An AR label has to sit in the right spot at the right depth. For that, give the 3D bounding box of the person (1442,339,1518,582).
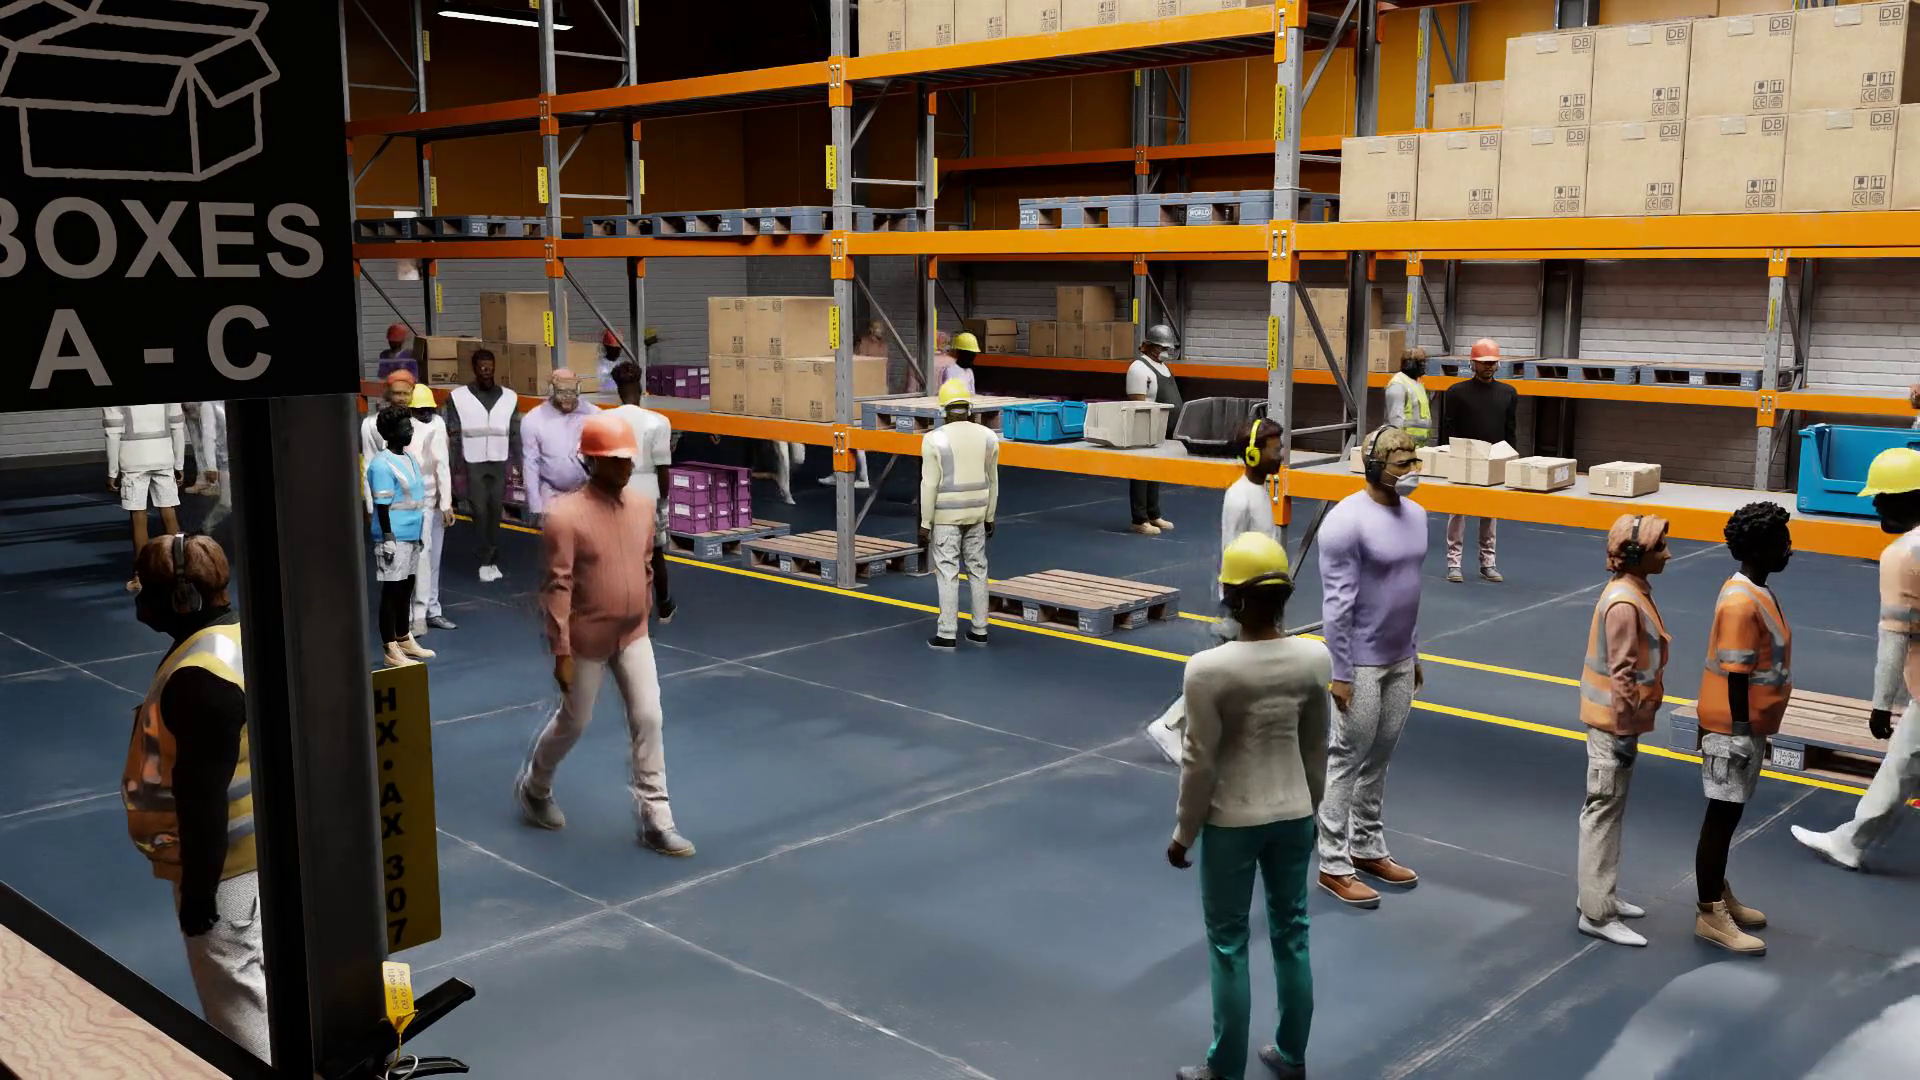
[{"bbox_3d":[4.249,-0.645,13.609,0.612,1.995,0.382,0,9,-2],"label":"person"}]

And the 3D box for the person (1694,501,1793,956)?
[{"bbox_3d":[2.967,0.694,6.306,0.319,1.697,0.533,5,11,28],"label":"person"}]

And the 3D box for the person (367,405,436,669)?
[{"bbox_3d":[-3.600,-0.021,10.694,0.317,1.696,0.538,0,9,3],"label":"person"}]

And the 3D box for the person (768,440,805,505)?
[{"bbox_3d":[-1.923,-1.209,18.203,0.527,1.622,0.514,-7,11,-35],"label":"person"}]

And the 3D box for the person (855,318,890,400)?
[{"bbox_3d":[-1.246,-2.181,23.370,0.799,1.885,0.651,9,13,42],"label":"person"}]

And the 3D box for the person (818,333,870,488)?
[{"bbox_3d":[-1.402,-1.516,19.390,0.768,1.846,0.555,1,9,7],"label":"person"}]

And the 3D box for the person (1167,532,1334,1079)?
[{"bbox_3d":[0.890,0.856,5.131,0.547,1.766,0.329,-4,10,-23],"label":"person"}]

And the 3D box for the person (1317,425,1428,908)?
[{"bbox_3d":[1.689,0.497,6.775,0.627,1.940,0.376,-8,12,-42],"label":"person"}]

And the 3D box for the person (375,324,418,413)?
[{"bbox_3d":[-7.128,-1.819,21.222,0.561,1.871,1.037,5,10,26],"label":"person"}]

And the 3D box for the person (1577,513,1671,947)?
[{"bbox_3d":[2.541,0.709,6.394,0.314,1.639,0.515,4,10,23],"label":"person"}]

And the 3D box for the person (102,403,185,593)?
[{"bbox_3d":[-6.451,-0.596,13.159,0.375,2.044,0.605,9,13,43],"label":"person"}]

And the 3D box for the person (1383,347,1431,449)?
[{"bbox_3d":[4.163,-0.877,15.569,0.463,1.833,0.661,5,11,30],"label":"person"}]

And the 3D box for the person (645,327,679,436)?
[{"bbox_3d":[-4.679,-2.379,25.194,0.877,1.680,0.492,-1,9,-7],"label":"person"}]

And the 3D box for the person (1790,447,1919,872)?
[{"bbox_3d":[3.933,0.559,6.702,0.624,1.841,1.030,-7,12,-37],"label":"person"}]

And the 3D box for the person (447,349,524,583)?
[{"bbox_3d":[-3.831,-0.599,13.598,0.621,1.900,0.660,-7,11,-36],"label":"person"}]

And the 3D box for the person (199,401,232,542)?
[{"bbox_3d":[-6.401,-0.715,14.616,0.672,1.814,0.600,5,11,30],"label":"person"}]

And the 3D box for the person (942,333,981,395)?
[{"bbox_3d":[0.034,-1.162,17.027,0.462,1.907,0.611,3,10,20],"label":"person"}]

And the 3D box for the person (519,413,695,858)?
[{"bbox_3d":[-1.635,0.398,7.368,0.987,1.957,0.632,7,12,38],"label":"person"}]

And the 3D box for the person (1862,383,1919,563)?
[{"bbox_3d":[8.238,-0.558,14.315,0.876,1.591,0.529,7,12,38],"label":"person"}]

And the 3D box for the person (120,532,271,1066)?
[{"bbox_3d":[-2.130,0.886,4.736,0.431,1.836,0.619,-3,10,-20],"label":"person"}]

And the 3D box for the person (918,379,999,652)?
[{"bbox_3d":[-0.023,-0.165,11.169,0.599,1.827,0.403,-6,11,-31],"label":"person"}]

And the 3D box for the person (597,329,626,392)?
[{"bbox_3d":[-4.043,-1.488,19.163,1.029,1.886,0.532,8,12,39],"label":"person"}]

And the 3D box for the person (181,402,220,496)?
[{"bbox_3d":[-8.609,-1.424,18.850,0.631,1.842,0.428,7,12,37],"label":"person"}]

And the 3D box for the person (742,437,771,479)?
[{"bbox_3d":[-2.608,-1.653,20.298,0.694,1.821,0.556,3,10,19],"label":"person"}]

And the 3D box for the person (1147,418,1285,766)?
[{"bbox_3d":[1.393,0.293,8.347,0.884,1.841,0.525,3,10,16],"label":"person"}]

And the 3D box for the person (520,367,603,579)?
[{"bbox_3d":[-2.829,-0.339,12.189,0.731,1.893,0.675,-3,10,-20],"label":"person"}]

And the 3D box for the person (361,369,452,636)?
[{"bbox_3d":[-3.825,-0.247,11.541,0.588,1.869,0.467,-3,10,-17],"label":"person"}]

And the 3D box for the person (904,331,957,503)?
[{"bbox_3d":[-0.273,-1.312,18.113,0.692,1.884,0.416,-2,10,-14],"label":"person"}]

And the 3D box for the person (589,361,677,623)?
[{"bbox_3d":[-2.300,-0.293,11.697,0.606,1.912,0.933,0,9,-2],"label":"person"}]

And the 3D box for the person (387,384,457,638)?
[{"bbox_3d":[-3.758,-0.211,11.647,0.331,1.768,0.527,6,11,34],"label":"person"}]

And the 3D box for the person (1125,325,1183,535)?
[{"bbox_3d":[1.911,-1.083,16.155,0.536,2.000,0.672,5,11,29],"label":"person"}]
